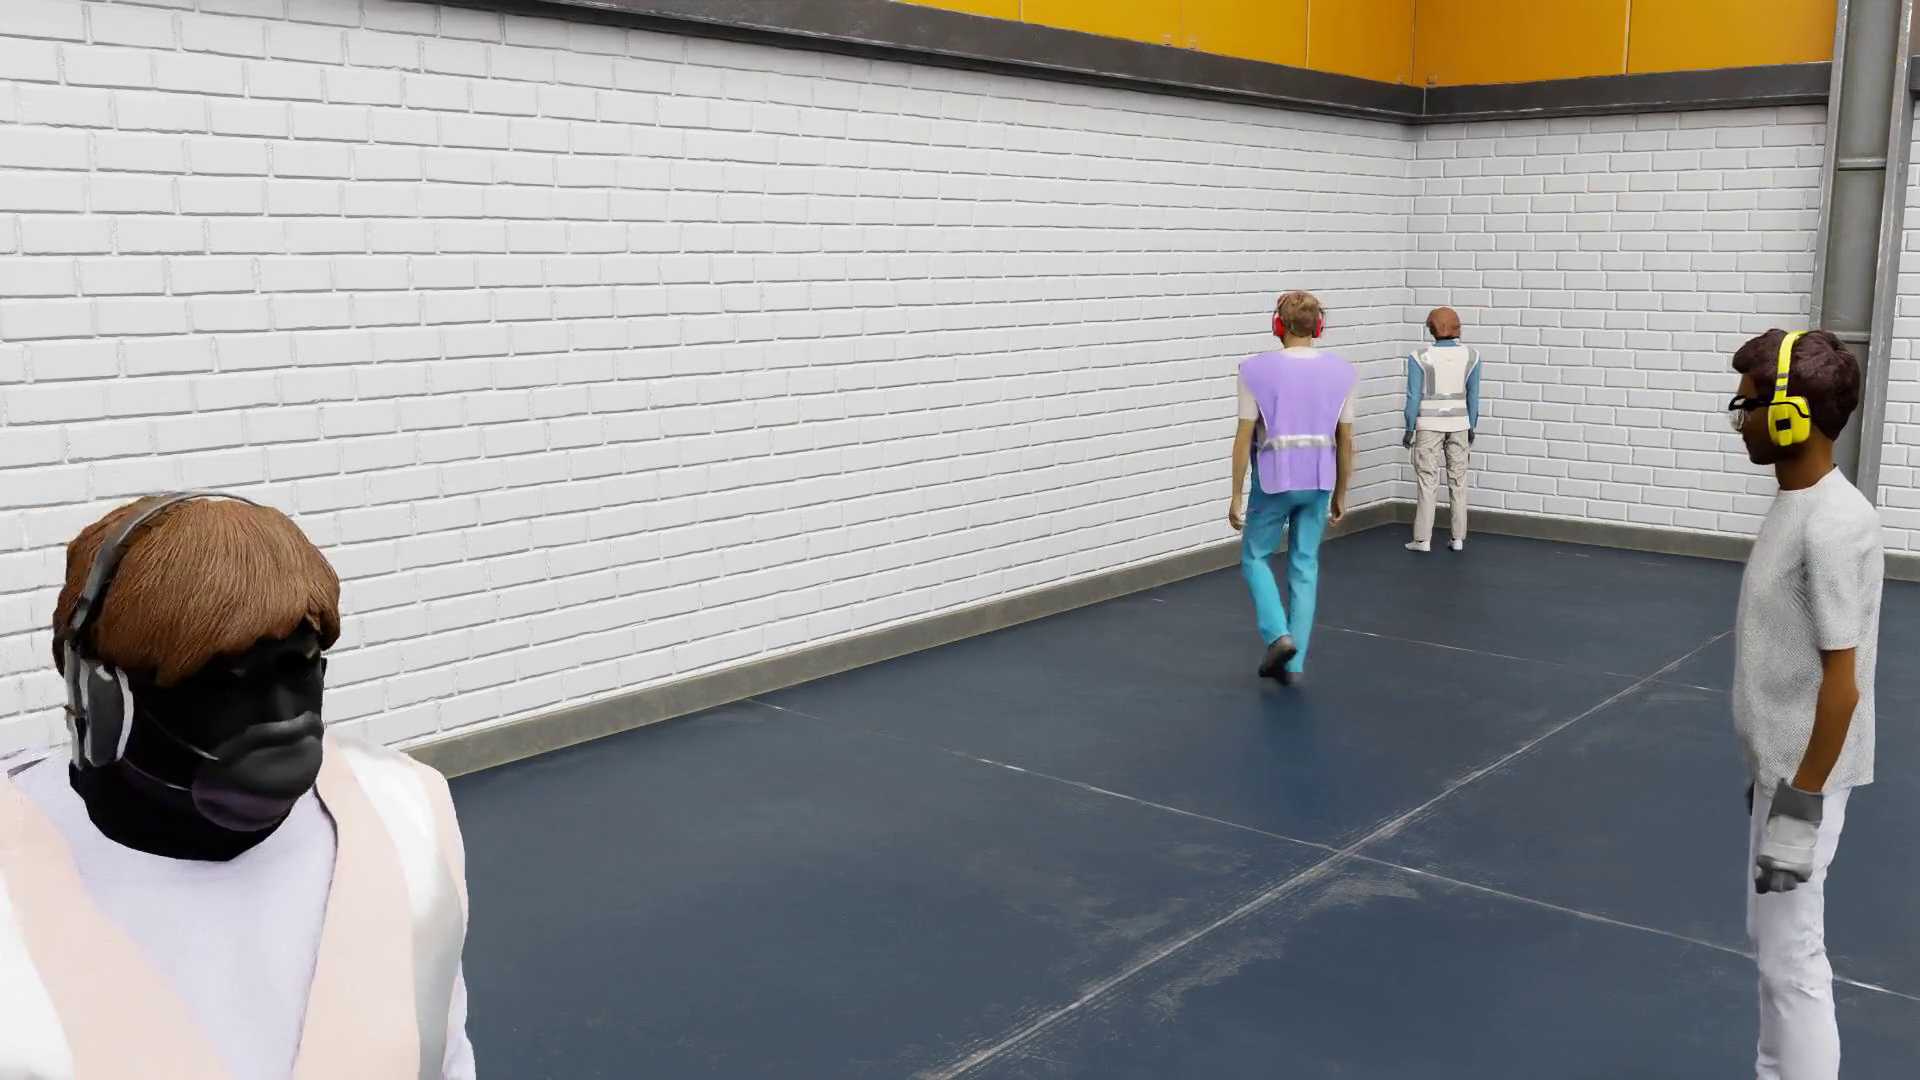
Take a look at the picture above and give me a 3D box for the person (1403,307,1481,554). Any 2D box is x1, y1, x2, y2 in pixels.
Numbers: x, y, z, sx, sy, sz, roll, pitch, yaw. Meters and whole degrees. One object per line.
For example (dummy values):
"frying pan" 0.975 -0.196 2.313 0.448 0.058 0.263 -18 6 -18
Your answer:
"person" 3.189 -0.720 11.034 0.520 1.637 0.311 -1 10 -8

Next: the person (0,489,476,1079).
"person" -0.674 0.858 1.532 0.490 1.822 0.630 9 13 42

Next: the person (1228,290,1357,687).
"person" 1.514 -0.225 7.645 0.598 1.828 0.447 -1 10 -7

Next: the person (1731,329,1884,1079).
"person" 1.698 0.500 3.443 0.329 1.863 0.513 4 11 21
